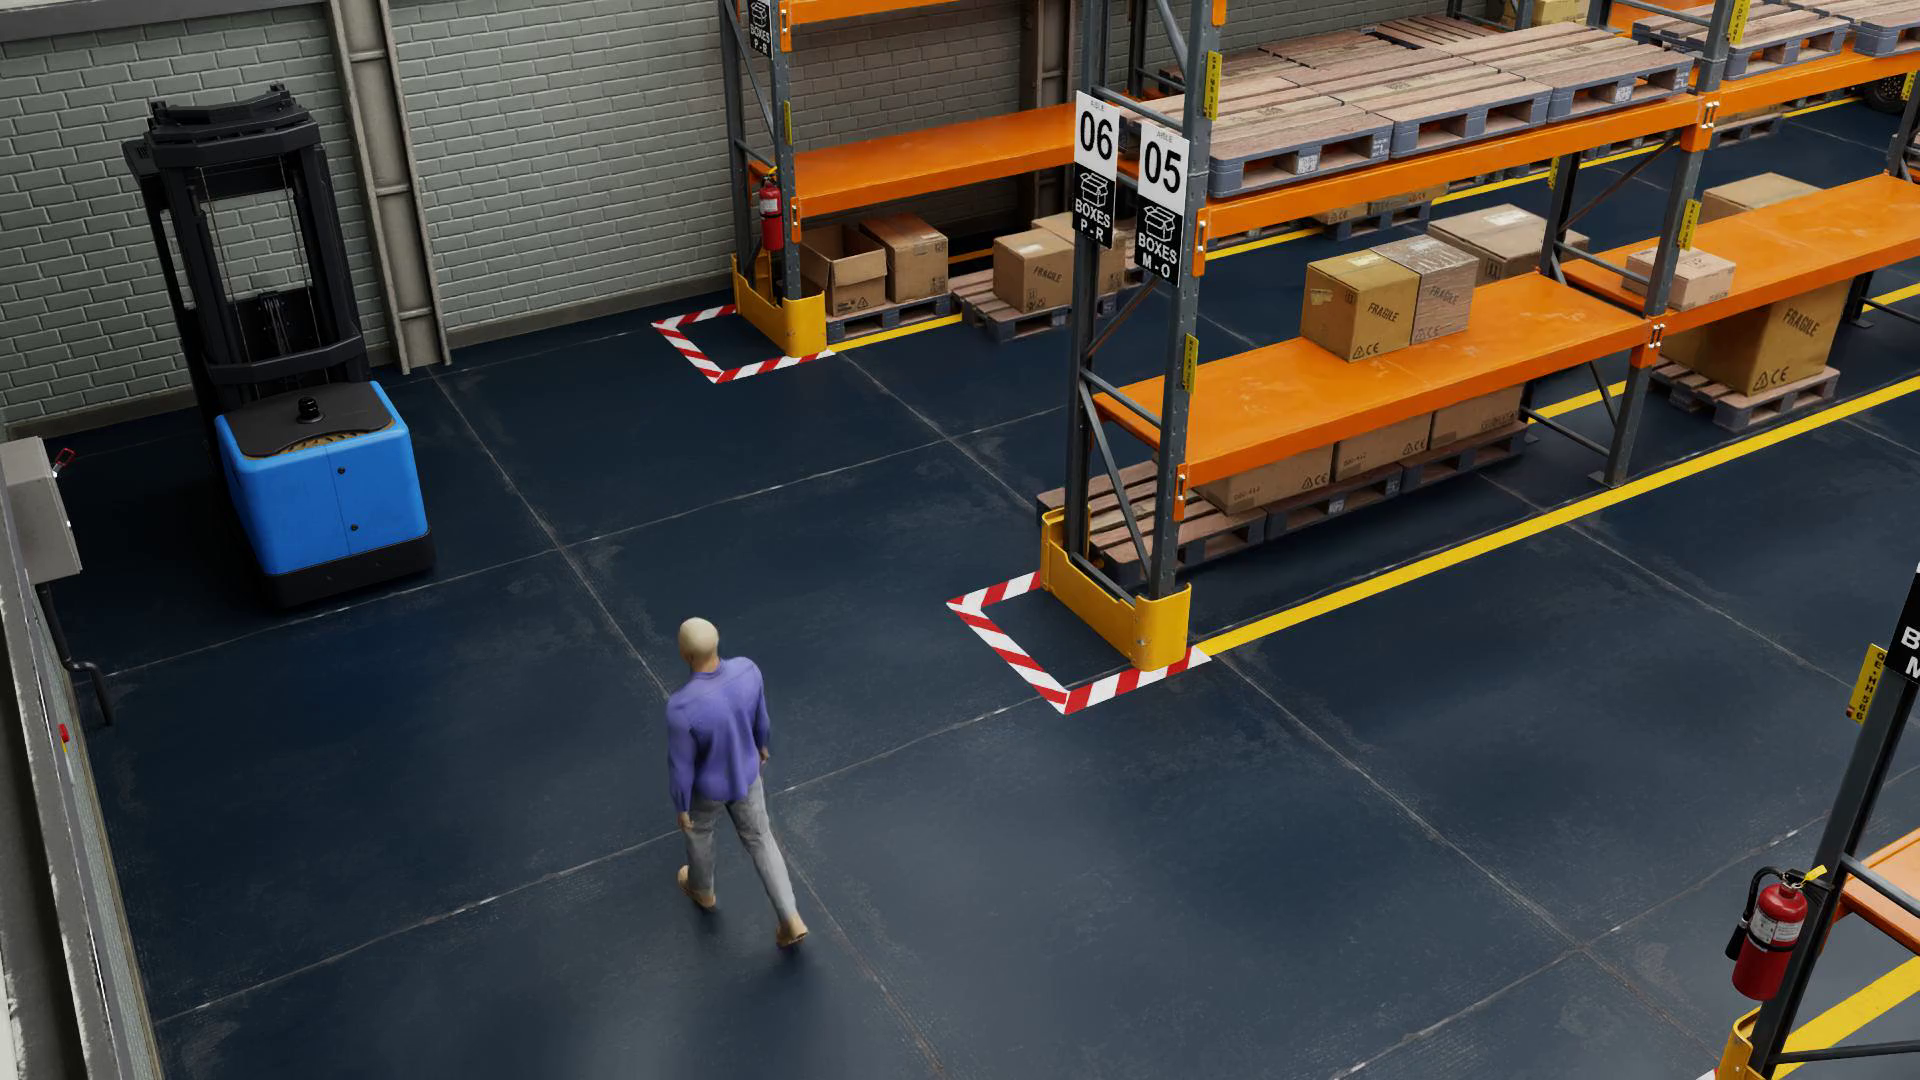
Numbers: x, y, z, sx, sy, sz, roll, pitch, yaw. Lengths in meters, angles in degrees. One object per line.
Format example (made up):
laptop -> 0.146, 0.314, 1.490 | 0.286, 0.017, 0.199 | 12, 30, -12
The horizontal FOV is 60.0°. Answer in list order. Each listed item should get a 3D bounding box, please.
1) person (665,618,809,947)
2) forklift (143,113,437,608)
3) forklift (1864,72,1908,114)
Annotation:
person -> -1.066, 1.124, 7.702 | 0.598, 1.769, 0.846 | -22, 38, -31
forklift -> -4.289, -1.259, 10.509 | 1.129, 2.768, 1.873 | -17, 36, -26
forklift -> 11.468, -5.645, 18.244 | 1.214, 2.155, 2.313 | -17, 36, -26
